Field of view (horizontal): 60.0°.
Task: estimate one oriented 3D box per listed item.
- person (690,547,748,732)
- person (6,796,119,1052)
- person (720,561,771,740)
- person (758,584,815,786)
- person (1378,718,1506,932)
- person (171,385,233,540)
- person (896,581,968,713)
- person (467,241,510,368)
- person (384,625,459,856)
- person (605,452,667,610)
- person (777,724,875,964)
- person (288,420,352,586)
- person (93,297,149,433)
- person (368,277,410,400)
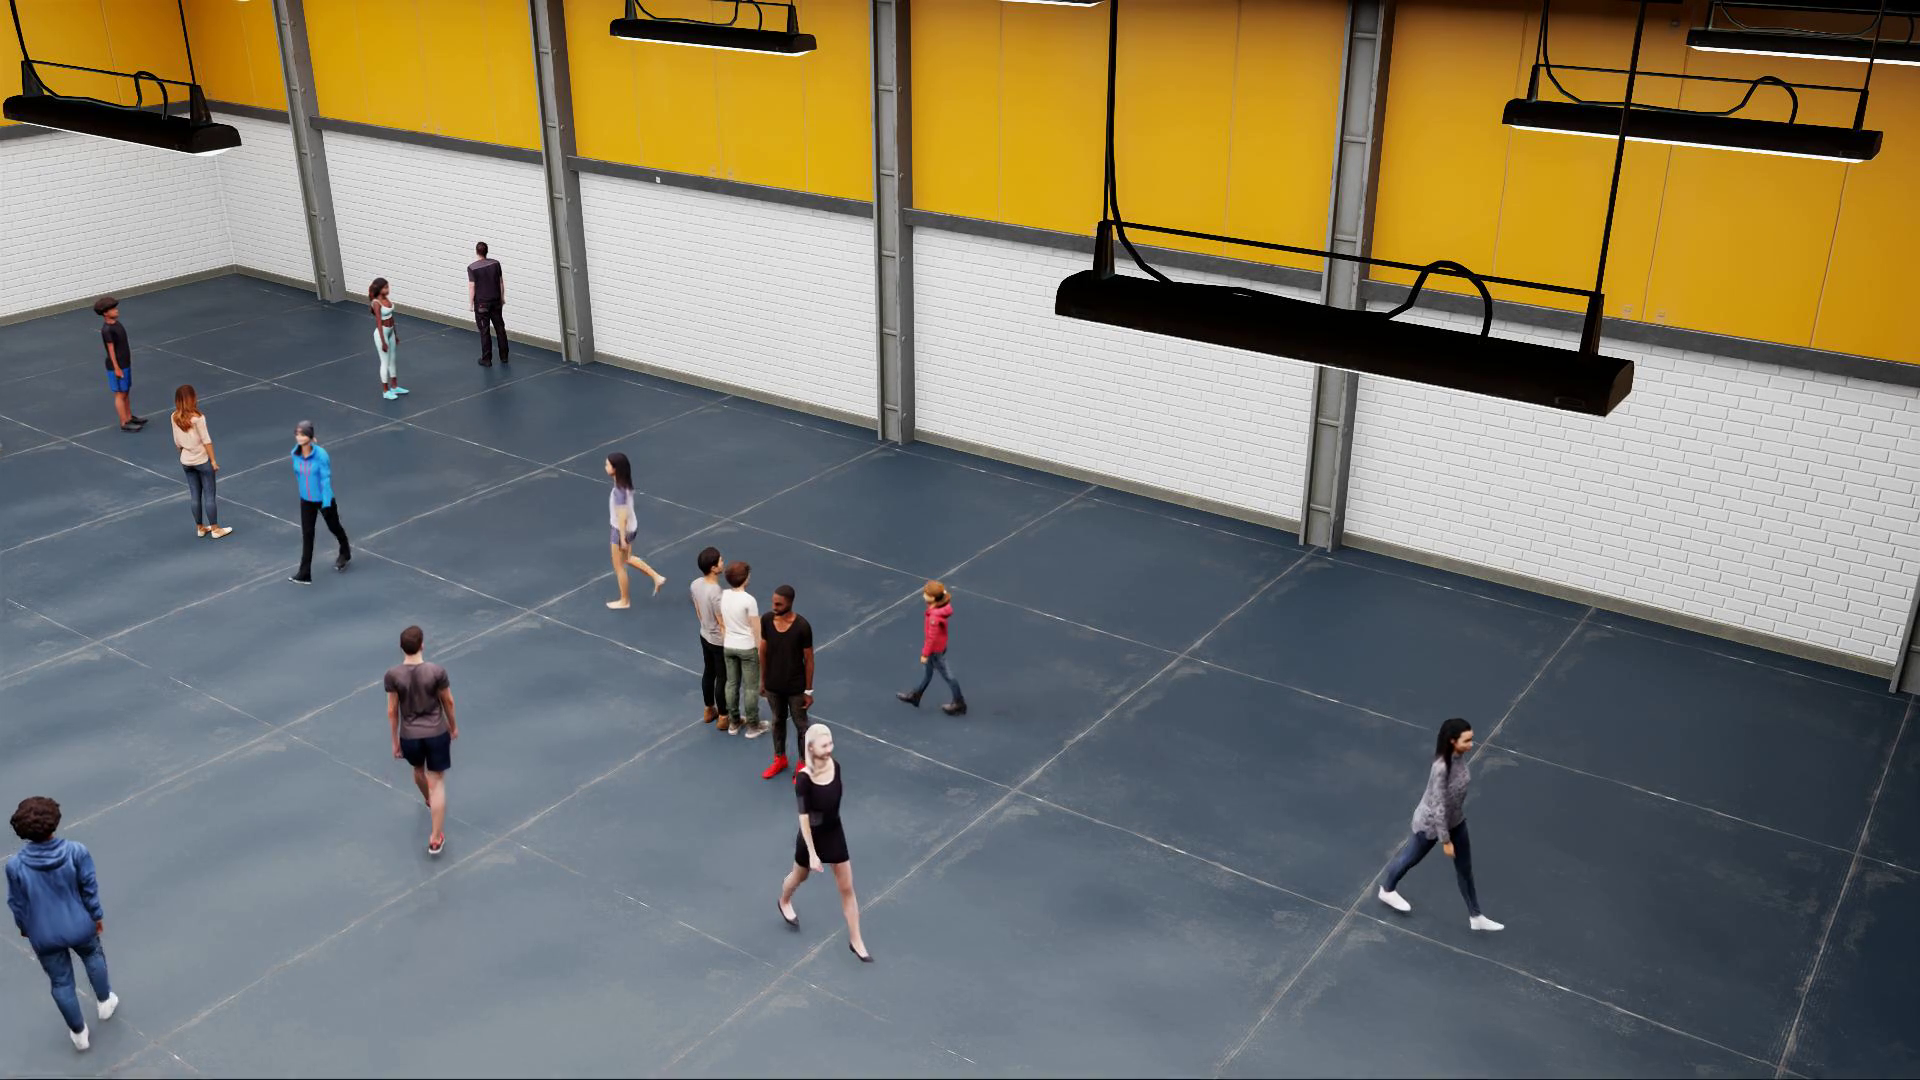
[{"bbox_3d":[-2.173,0.863,14.778,0.725,1.724,0.567,-17,29,-34],"label":"person"},{"bbox_3d":[-5.864,2.546,10.845,0.829,1.791,0.866,-14,27,-29],"label":"person"},{"bbox_3d":[-1.930,0.958,14.647,0.508,1.654,0.672,11,26,23],"label":"person"},{"bbox_3d":[-1.442,1.180,13.950,0.538,1.805,0.742,10,26,22],"label":"person"},{"bbox_3d":[3.403,2.049,12.119,1.189,1.681,0.705,20,31,38],"label":"person"},{"bbox_3d":[-8.573,-0.881,18.683,0.572,1.792,0.719,6,24,14],"label":"person"},{"bbox_3d":[-0.138,0.993,15.030,0.965,1.284,0.802,2,24,4],"label":"person"},{"bbox_3d":[-6.995,-3.513,24.638,0.782,1.846,0.690,-19,30,-36],"label":"person"},{"bbox_3d":[-4.187,1.595,13.007,1.150,1.801,1.231,-5,24,-11],"label":"person"},{"bbox_3d":[-3.346,-0.090,16.967,0.959,1.718,0.864,-1,24,-2],"label":"person"},{"bbox_3d":[-1.071,2.122,11.826,1.214,1.780,0.744,22,32,40],"label":"person"},{"bbox_3d":[-6.766,-0.430,17.698,1.170,1.753,0.934,8,25,17],"label":"person"},{"bbox_3d":[-11.146,-2.337,22.005,0.762,1.799,0.707,-3,24,-7],"label":"person"},{"bbox_3d":[-8.027,-2.830,23.226,0.665,1.724,0.648,3,24,8],"label":"person"}]
